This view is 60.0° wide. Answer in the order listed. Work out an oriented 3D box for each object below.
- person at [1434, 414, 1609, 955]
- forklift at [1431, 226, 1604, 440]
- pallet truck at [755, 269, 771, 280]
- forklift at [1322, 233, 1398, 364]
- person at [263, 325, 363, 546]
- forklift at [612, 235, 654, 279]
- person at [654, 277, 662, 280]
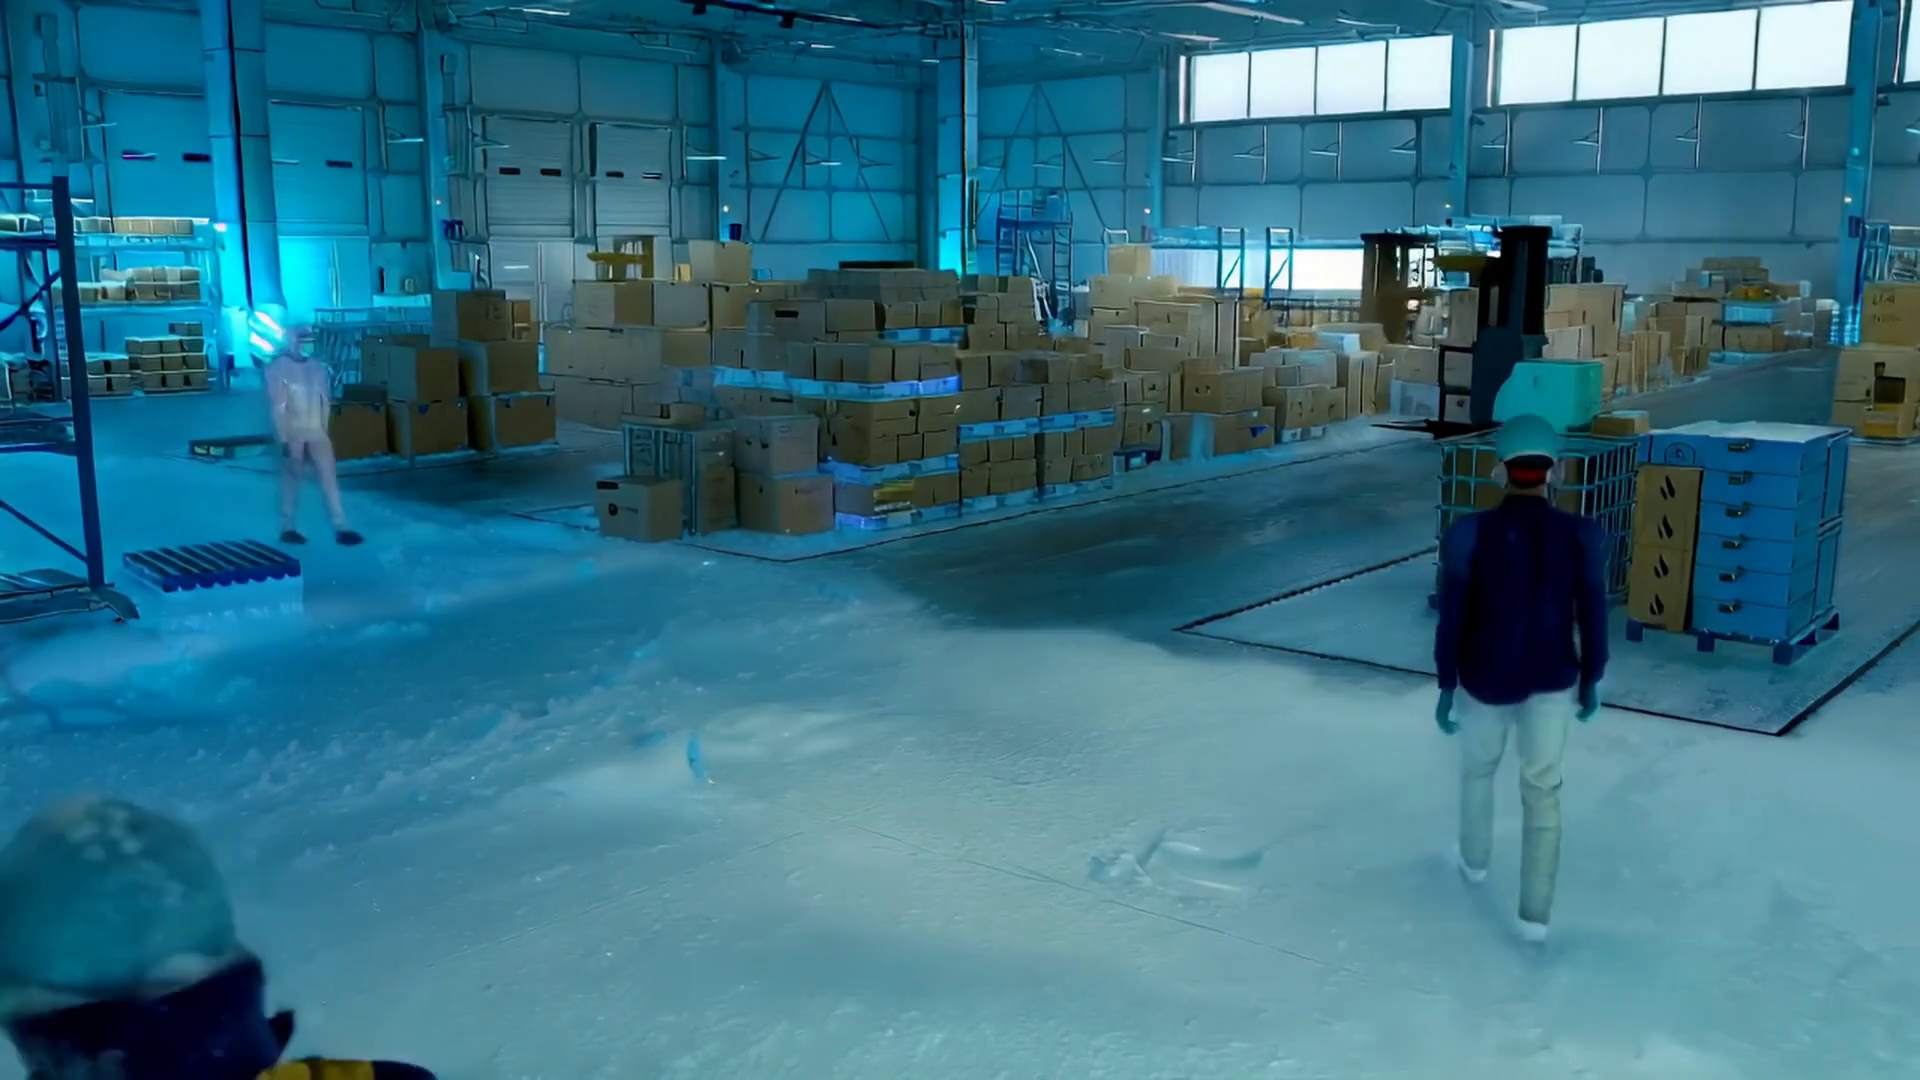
[{"bbox_3d":[2.095,0.501,6.215,0.649,1.945,1.039,1,10,8],"label":"person"},{"bbox_3d":[7.339,-2.688,21.696,1.873,2.768,1.129,8,13,40],"label":"forklift"},{"bbox_3d":[-4.996,-6.432,45.525,1.885,1.965,0.823,-6,12,-32],"label":"pallet truck"},{"bbox_3d":[8.139,-4.587,32.510,1.873,2.768,1.129,-2,10,-12],"label":"forklift"},{"bbox_3d":[-5.524,-0.861,14.107,0.970,1.894,0.648,7,12,35],"label":"person"},{"bbox_3d":[-7.300,-5.450,37.421,1.873,2.768,1.129,8,13,40],"label":"forklift"},{"bbox_3d":[-6.504,-4.725,36.010,0.636,1.931,0.377,-5,11,-26],"label":"person"}]
